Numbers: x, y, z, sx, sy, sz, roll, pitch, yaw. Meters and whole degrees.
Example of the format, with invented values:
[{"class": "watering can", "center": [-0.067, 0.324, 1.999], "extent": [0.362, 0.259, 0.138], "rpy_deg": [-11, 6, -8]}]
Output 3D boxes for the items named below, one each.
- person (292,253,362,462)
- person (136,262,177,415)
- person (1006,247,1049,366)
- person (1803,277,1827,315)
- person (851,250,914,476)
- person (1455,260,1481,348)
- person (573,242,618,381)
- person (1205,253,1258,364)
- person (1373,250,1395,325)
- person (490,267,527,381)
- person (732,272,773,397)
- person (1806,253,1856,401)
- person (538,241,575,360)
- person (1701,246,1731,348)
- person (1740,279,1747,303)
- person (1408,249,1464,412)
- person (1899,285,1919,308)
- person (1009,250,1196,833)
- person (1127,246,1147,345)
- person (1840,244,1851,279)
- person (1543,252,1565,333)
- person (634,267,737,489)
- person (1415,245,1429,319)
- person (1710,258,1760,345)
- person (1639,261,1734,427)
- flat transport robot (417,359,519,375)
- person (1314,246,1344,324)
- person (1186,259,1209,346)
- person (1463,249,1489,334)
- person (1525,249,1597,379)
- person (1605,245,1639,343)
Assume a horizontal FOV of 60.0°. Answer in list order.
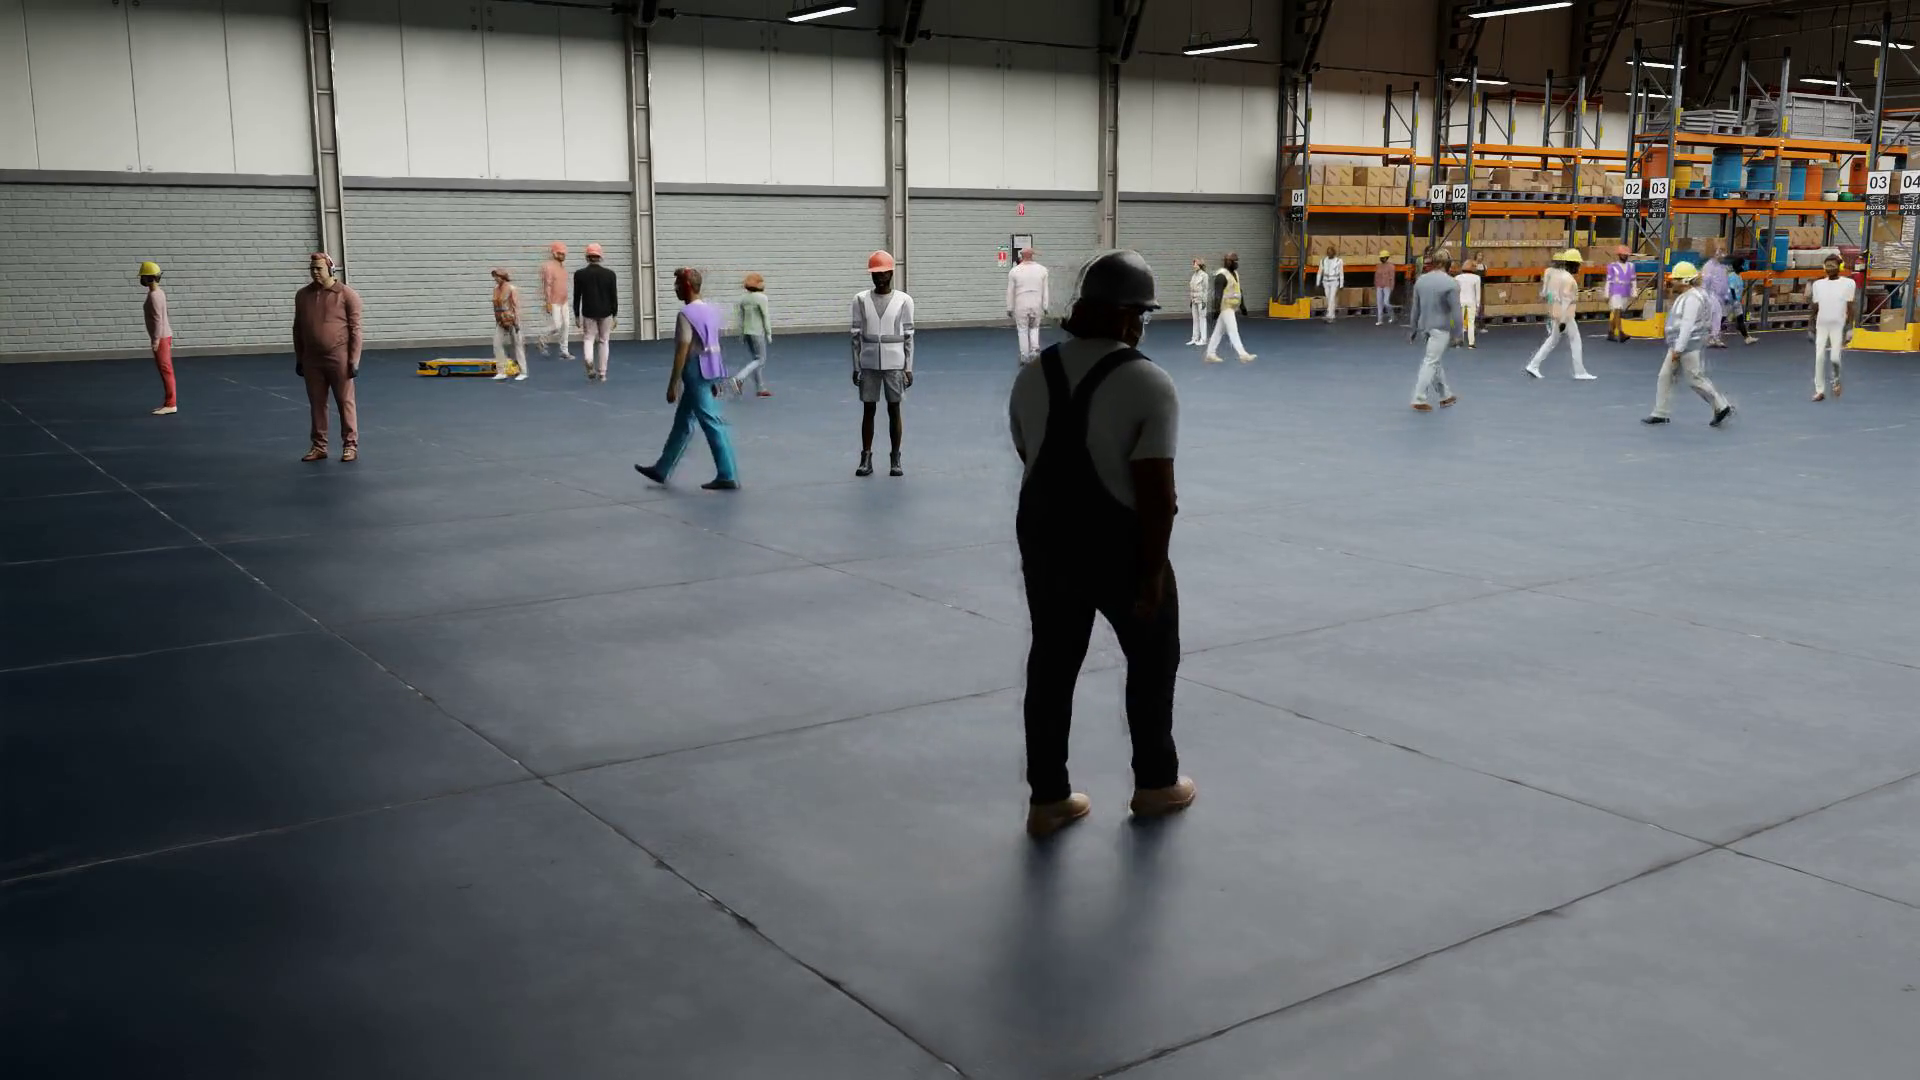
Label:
[{"class": "person", "center": [-5.812, -1.668, 15.270], "extent": [0.643, 1.909, 0.410], "rpy_deg": [1, 10, 5]}, {"class": "person", "center": [-9.335, -2.340, 19.336], "extent": [0.330, 1.769, 0.526], "rpy_deg": [-4, 11, -19]}, {"class": "person", "center": [1.065, -3.736, 26.639], "extent": [0.678, 1.889, 0.464], "rpy_deg": [-2, 11, -11]}, {"class": "person", "center": [21.664, -6.520, 42.064], "extent": [0.430, 1.831, 0.644], "rpy_deg": [-4, 11, -23]}, {"class": "person", "center": [-0.669, -1.512, 14.326], "extent": [0.542, 1.939, 0.369], "rpy_deg": [1, 10, 4]}, {"class": "person", "center": [9.374, -4.358, 30.770], "extent": [0.497, 1.633, 0.288], "rpy_deg": [5, 12, 27]}, {"class": "person", "center": [-5.160, -3.222, 23.600], "extent": [0.619, 1.976, 0.643], "rpy_deg": [-2, 10, -9]}, {"class": "person", "center": [4.415, -3.761, 27.050], "extent": [0.953, 1.791, 0.637], "rpy_deg": [6, 12, 28]}, {"class": "person", "center": [9.885, -5.878, 38.771], "extent": [0.421, 1.750, 0.539], "rpy_deg": [-10, 14, -44]}, {"class": "person", "center": [-6.495, -3.072, 23.745], "extent": [0.636, 1.605, 0.687], "rpy_deg": [7, 13, 35]}, {"class": "person", "center": [-2.658, -2.605, 21.193], "extent": [0.644, 1.613, 0.508], "rpy_deg": [-10, 14, -43]}, {"class": "person", "center": [10.909, -2.657, 20.841], "extent": [0.543, 1.852, 0.451], "rpy_deg": [9, 14, 41]}, {"class": "person", "center": [-6.760, -3.995, 27.824], "extent": [0.541, 1.976, 0.633], "rpy_deg": [5, 11, 24]}, {"class": "person", "center": [14.089, -4.493, 30.819], "extent": [0.666, 1.876, 0.803], "rpy_deg": [-9, 13, -40]}, {"class": "person", "center": [18.198, -5.877, 39.118], "extent": [0.480, 1.627, 0.518], "rpy_deg": [-7, 12, -34]}, {"class": "person", "center": [5.716, -2.462, 19.623], "extent": [0.968, 1.899, 0.659], "rpy_deg": [-6, 12, -29]}, {"class": "person", "center": [19.139, -4.967, 33.293], "extent": [0.627, 1.933, 0.356], "rpy_deg": [5, 11, 25]}, {"class": "person", "center": [0.537, -0.012, 5.824], "extent": [0.700, 2.000, 0.806], "rpy_deg": [8, 13, 37]}, {"class": "person", "center": [3.263, -4.607, 31.455], "extent": [0.655, 1.898, 0.993], "rpy_deg": [9, 14, 42]}, {"class": "person", "center": [25.230, -7.496, 47.388], "extent": [0.631, 1.853, 0.730], "rpy_deg": [-3, 11, -14]}, {"class": "person", "center": [12.696, -5.270, 35.499], "extent": [0.530, 1.732, 0.873], "rpy_deg": [-1, 10, -5]}, {"class": "person", "center": [-2.253, -1.305, 13.562], "extent": [0.935, 1.796, 0.593], "rpy_deg": [2, 10, 8]}, {"class": "person", "center": [11.673, -6.417, 41.475], "extent": [0.627, 1.847, 0.429], "rpy_deg": [6, 12, 31]}, {"class": "person", "center": [14.655, -4.482, 31.372], "extent": [0.540, 1.647, 0.900], "rpy_deg": [-9, 14, -41]}, {"class": "person", "center": [7.926, -2.109, 17.999], "extent": [0.877, 1.801, 0.586], "rpy_deg": [2, 10, 8]}, {"class": "flat transport robot", "center": [-7.288, -2.590, 24.809], "extent": [1.431, 0.197, 0.652], "rpy_deg": [0, 10, -1]}, {"class": "person", "center": [8.808, -6.078, 39.650], "extent": [0.585, 1.834, 0.968], "rpy_deg": [8, 13, 38]}, {"class": "person", "center": [4.538, -4.512, 31.589], "extent": [0.310, 1.642, 0.514], "rpy_deg": [-5, 11, -24]}, {"class": "person", "center": [11.030, -5.333, 35.670], "extent": [0.526, 1.809, 0.966], "rpy_deg": [-3, 11, -17]}, {"class": "person", "center": [8.720, -3.262, 24.058], "extent": [0.955, 1.891, 0.585], "rpy_deg": [1, 10, 5]}, {"class": "person", "center": [12.931, -4.793, 32.454], "extent": [0.552, 1.881, 0.997], "rpy_deg": [-2, 11, -11]}]
